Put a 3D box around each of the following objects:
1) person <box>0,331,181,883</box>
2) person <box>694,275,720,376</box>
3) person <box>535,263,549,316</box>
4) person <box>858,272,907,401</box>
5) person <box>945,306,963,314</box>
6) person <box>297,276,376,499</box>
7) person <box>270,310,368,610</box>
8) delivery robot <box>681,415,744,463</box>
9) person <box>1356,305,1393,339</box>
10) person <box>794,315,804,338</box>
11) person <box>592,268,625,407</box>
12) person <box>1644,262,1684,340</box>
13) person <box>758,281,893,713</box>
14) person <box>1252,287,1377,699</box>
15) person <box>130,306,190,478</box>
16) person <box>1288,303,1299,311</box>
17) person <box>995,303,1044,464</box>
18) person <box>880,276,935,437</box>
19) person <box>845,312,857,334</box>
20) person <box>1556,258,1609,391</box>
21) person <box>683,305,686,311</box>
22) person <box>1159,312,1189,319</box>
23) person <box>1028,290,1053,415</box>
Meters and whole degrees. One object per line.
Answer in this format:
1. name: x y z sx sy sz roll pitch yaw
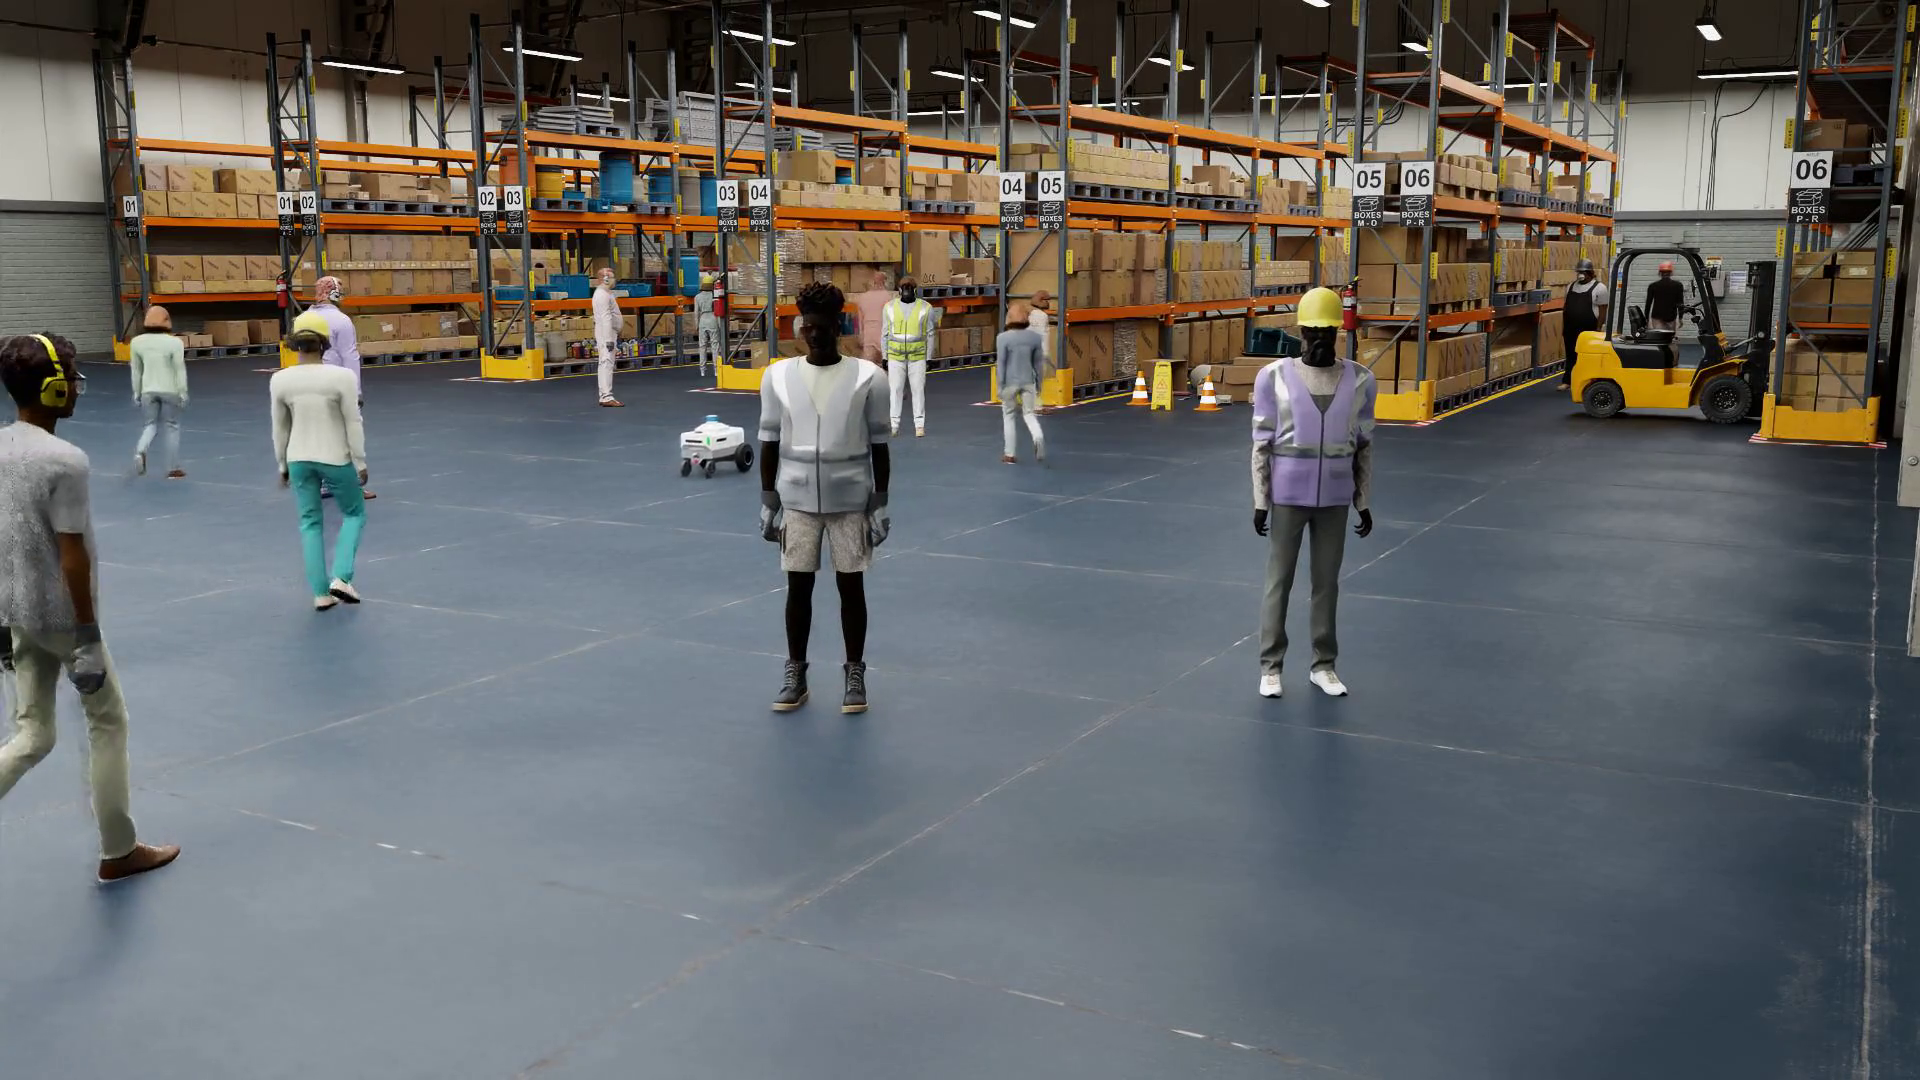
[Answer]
1. person: -2.935 0.267 5.263 0.527 1.845 0.796 4 11 23
2. person: -4.359 -3.718 28.883 0.487 1.741 0.314 1 10 8
3. person: -9.823 -5.542 39.039 0.591 1.922 0.392 6 11 32
4. person: -1.095 -2.744 22.858 0.661 1.851 1.047 5 11 26
5. person: -0.080 -4.852 35.790 0.544 1.647 0.861 2 10 13
6. person: -5.317 -1.282 14.155 0.639 1.904 0.407 5 11 27
7. person: -3.733 -0.457 9.718 0.554 1.752 0.353 0 10 0
8. delivery robot: -2.356 -0.946 15.848 0.477 0.478 0.707 4 10 22
9. person: 7.350 -3.923 29.431 0.674 1.983 1.042 1 10 4
10. person: -2.809 -4.116 30.799 0.649 1.896 1.024 4 10 21
11. person: -4.852 -2.794 22.978 0.409 1.913 0.647 -3 10 -17
12. person: 12.714 -4.028 30.050 0.651 1.953 0.974 4 10 22
13. person: -0.615 -0.184 7.539 0.613 1.962 0.367 1 10 5
14. person: 1.661 -0.213 7.818 0.588 1.928 0.384 -1 10 -3
15. person: -7.422 -1.354 15.389 0.508 1.618 0.493 0 10 2
16. person: 8.005 -5.549 39.098 0.893 1.915 0.634 7 12 36
17. person: 0.604 -1.536 16.486 0.505 1.618 0.592 -4 11 -23
18. person: -0.604 -2.104 19.136 0.626 1.846 0.429 0 10 3
19. person: -2.019 -4.366 32.639 0.540 1.747 0.434 9 13 43
20. person: 9.501 -3.280 25.445 0.536 2.000 0.676 -8 13 -40
21. person: -7.105 -6.109 42.076 0.609 2.023 0.855 5 11 29
22. person: 4.308 -4.597 33.530 0.651 1.913 0.410 6 11 30
23. person: 1.042 -2.446 21.749 0.270 1.632 0.504 -3 10 -18
